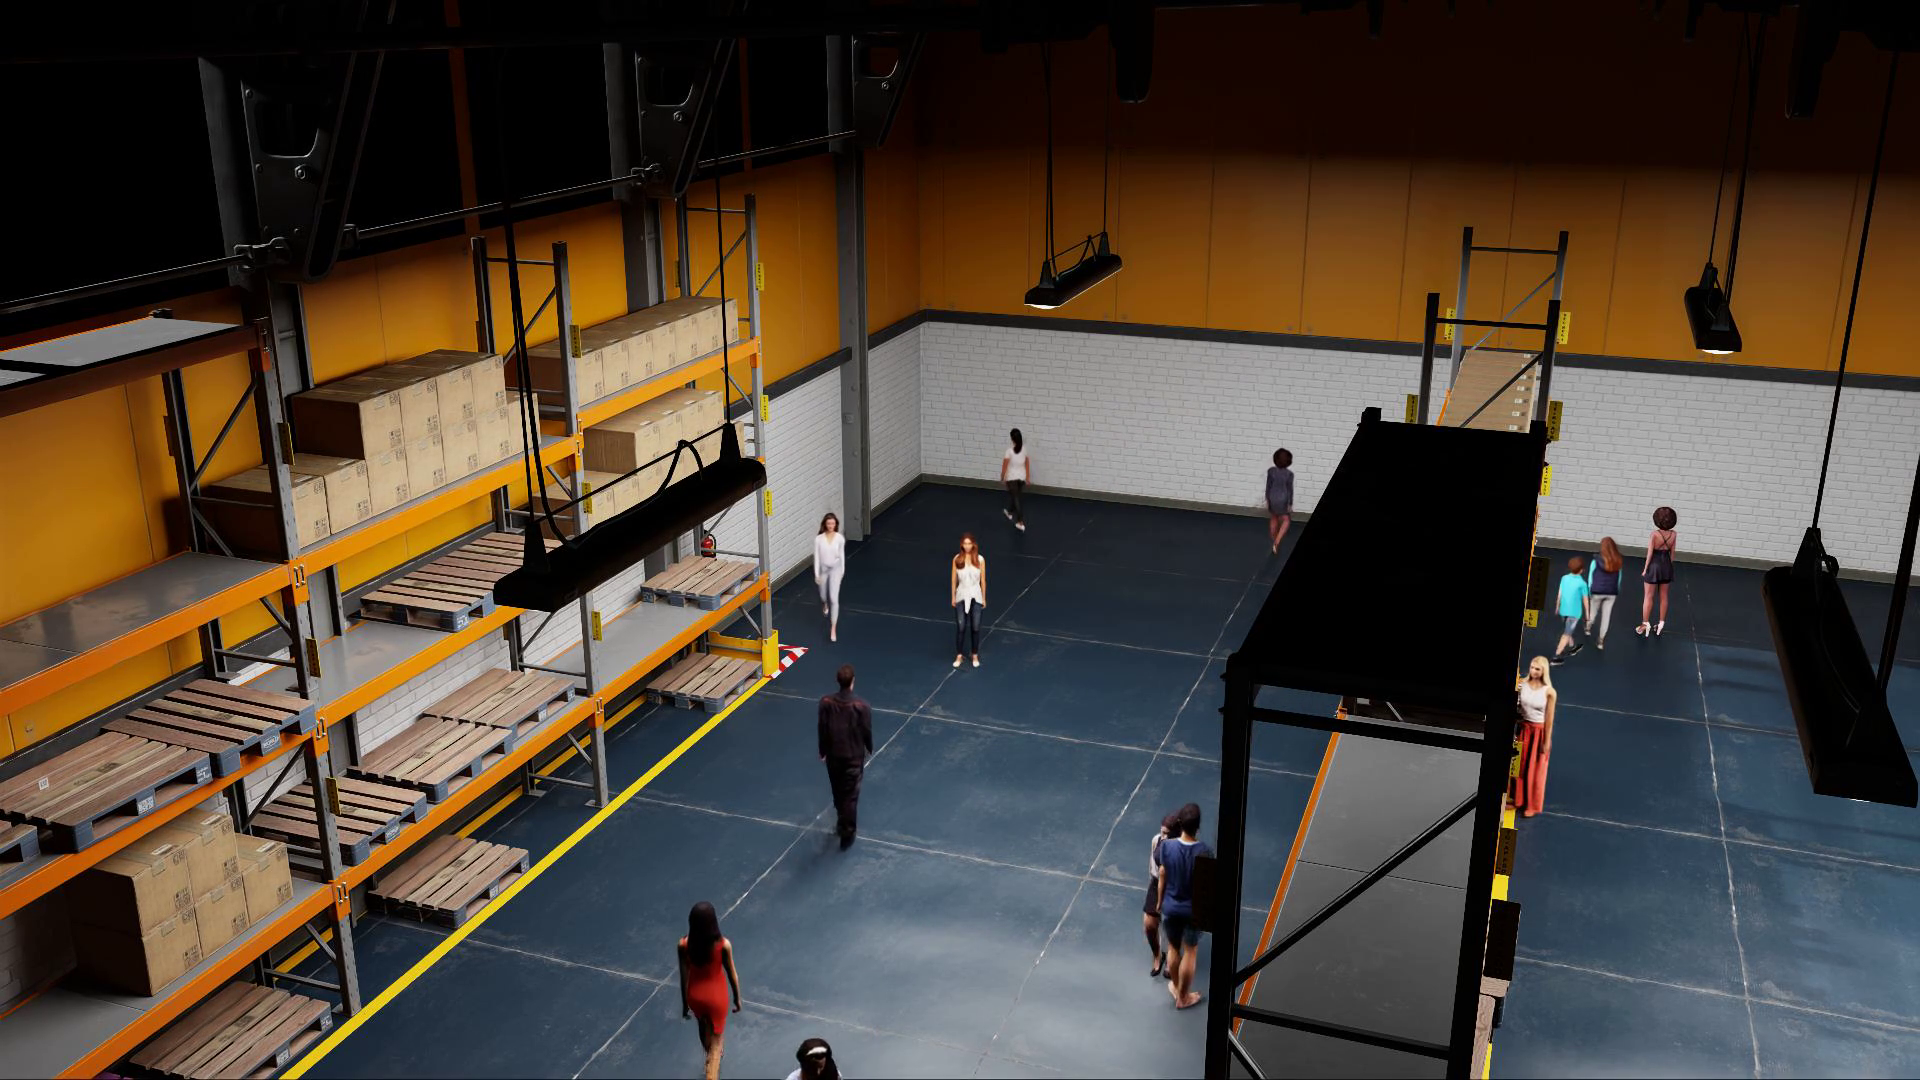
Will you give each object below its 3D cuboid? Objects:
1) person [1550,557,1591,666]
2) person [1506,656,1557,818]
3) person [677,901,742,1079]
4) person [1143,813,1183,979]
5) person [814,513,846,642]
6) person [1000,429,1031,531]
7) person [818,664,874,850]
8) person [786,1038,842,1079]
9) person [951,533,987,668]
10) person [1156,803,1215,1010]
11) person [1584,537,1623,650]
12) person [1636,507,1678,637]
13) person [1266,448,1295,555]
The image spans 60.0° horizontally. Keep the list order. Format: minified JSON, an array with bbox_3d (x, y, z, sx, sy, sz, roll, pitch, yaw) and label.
[{"bbox_3d":[7.753,0.933,21.230,1.022,1.409,0.873,-13,22,-33],"label":"person"},{"bbox_3d":[5.984,2.033,17.356,0.762,1.799,0.730,-16,25,-40],"label":"person"},{"bbox_3d":[-1.954,3.612,12.846,0.867,1.684,1.203,0,19,1],"label":"person"},{"bbox_3d":[1.865,3.077,14.515,0.648,1.632,0.686,13,22,33],"label":"person"},{"bbox_3d":[-1.751,0.455,22.129,0.848,1.741,1.084,-2,19,-6],"label":"person"},{"bbox_3d":[0.940,-0.939,26.470,1.003,1.613,1.023,-10,21,-28],"label":"person"},{"bbox_3d":[-1.175,2.206,16.708,0.740,1.884,0.984,5,19,14],"label":"person"},{"bbox_3d":[-1.007,4.088,11.287,0.929,1.776,0.997,-5,19,-15],"label":"person"},{"bbox_3d":[0.113,0.755,21.171,0.662,1.784,0.630,1,19,2],"label":"person"},{"bbox_3d":[1.885,3.119,14.074,0.644,1.835,0.647,7,20,20],"label":"person"},{"bbox_3d":[8.454,0.714,21.790,0.627,1.469,0.915,4,19,13],"label":"person"},{"bbox_3d":[9.314,0.416,22.170,0.643,1.790,0.670,-3,19,-8],"label":"person"},{"bbox_3d":[4.796,-0.536,25.156,0.703,1.689,0.768,12,22,31],"label":"person"}]
